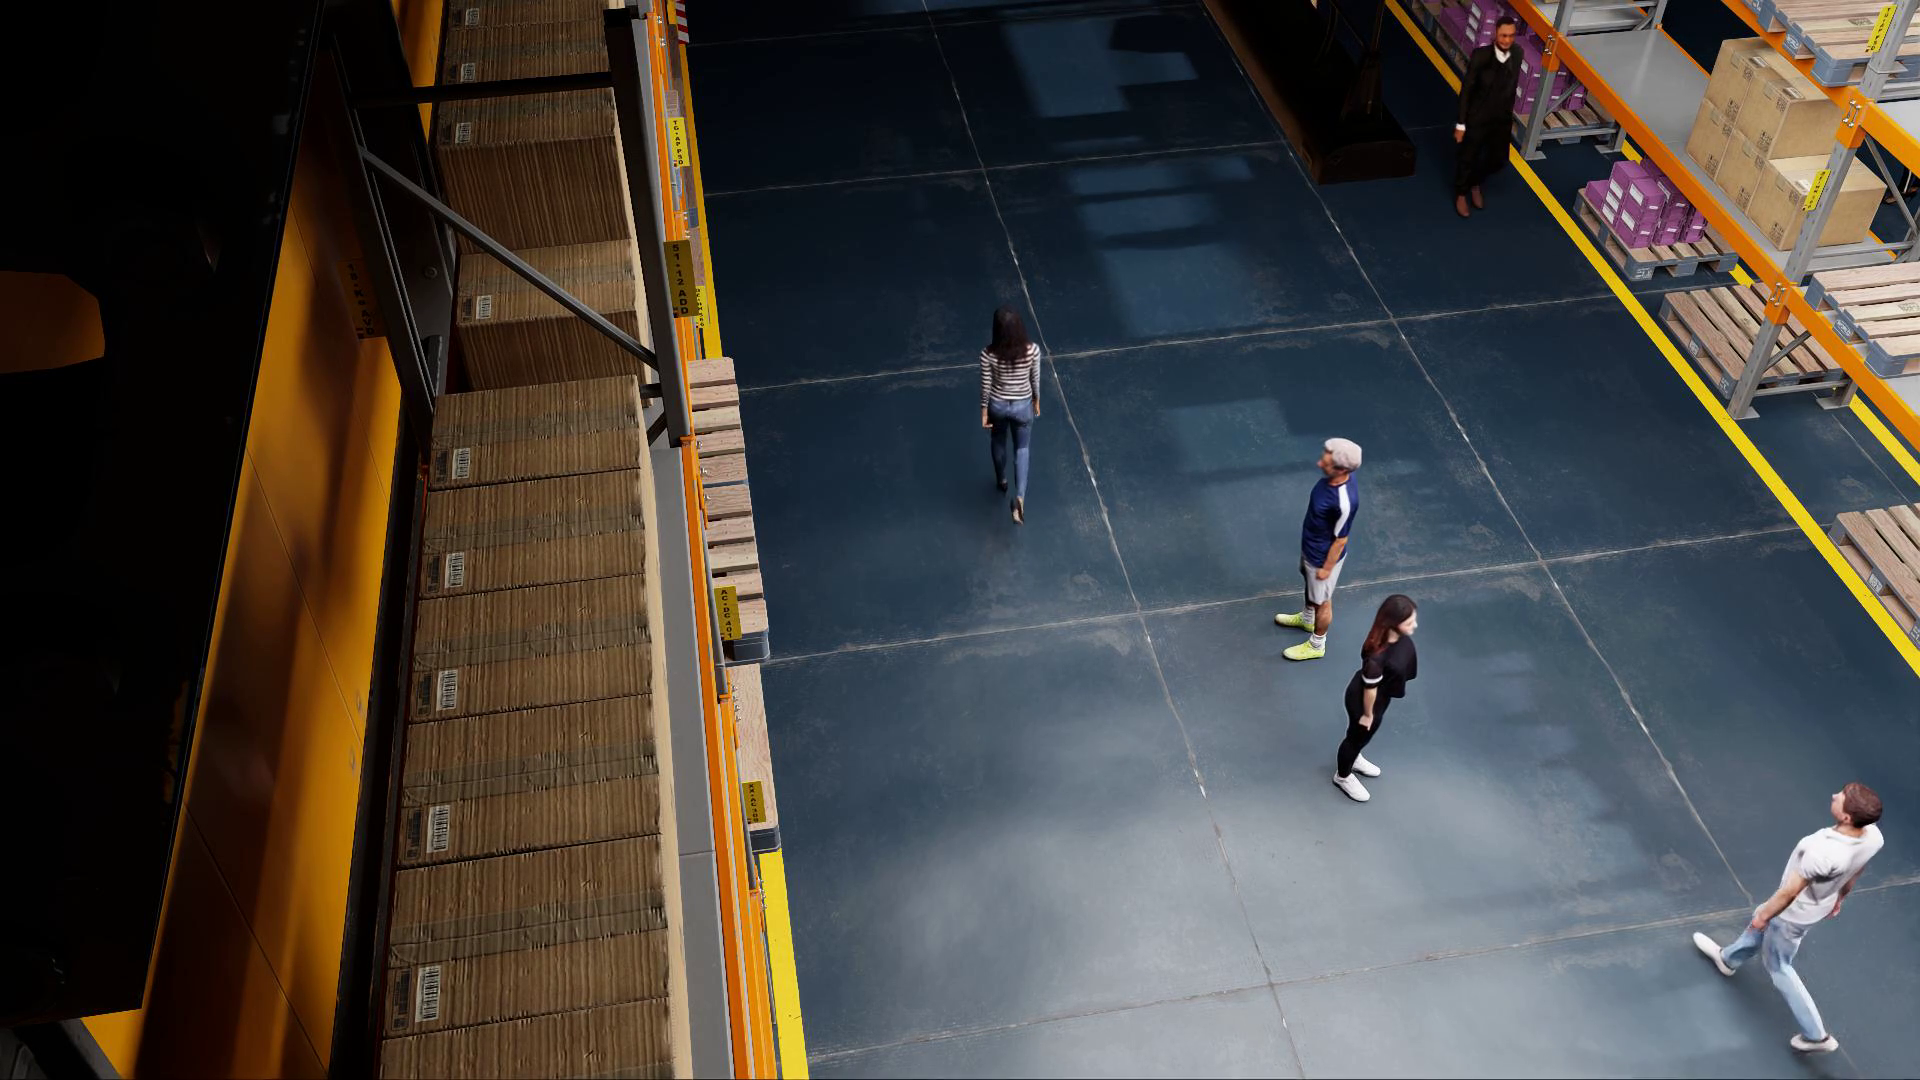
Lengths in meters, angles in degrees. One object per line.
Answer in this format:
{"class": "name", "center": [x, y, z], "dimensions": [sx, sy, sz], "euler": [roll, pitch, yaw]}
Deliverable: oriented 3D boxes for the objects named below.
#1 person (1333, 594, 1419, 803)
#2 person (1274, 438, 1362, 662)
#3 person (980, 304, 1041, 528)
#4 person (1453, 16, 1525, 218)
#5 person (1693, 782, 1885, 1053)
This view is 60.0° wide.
{"class": "person", "center": [2.505, 0.922, 10.060], "dimensions": [0.774, 1.639, 0.701], "euler": [21, 48, 21]}
{"class": "person", "center": [2.372, 0.039, 10.844], "dimensions": [0.727, 1.836, 0.539], "euler": [-1, 44, -1]}
{"class": "person", "center": [0.370, -0.854, 11.827], "dimensions": [0.668, 1.773, 1.009], "euler": [-3, 44, -3]}
{"class": "person", "center": [4.663, -3.821, 14.856], "dimensions": [0.724, 1.891, 0.668], "euler": [-6, 44, -6]}
{"class": "person", "center": [4.513, 2.004, 8.792], "dimensions": [0.955, 1.822, 1.268], "euler": [-23, 48, -22]}
